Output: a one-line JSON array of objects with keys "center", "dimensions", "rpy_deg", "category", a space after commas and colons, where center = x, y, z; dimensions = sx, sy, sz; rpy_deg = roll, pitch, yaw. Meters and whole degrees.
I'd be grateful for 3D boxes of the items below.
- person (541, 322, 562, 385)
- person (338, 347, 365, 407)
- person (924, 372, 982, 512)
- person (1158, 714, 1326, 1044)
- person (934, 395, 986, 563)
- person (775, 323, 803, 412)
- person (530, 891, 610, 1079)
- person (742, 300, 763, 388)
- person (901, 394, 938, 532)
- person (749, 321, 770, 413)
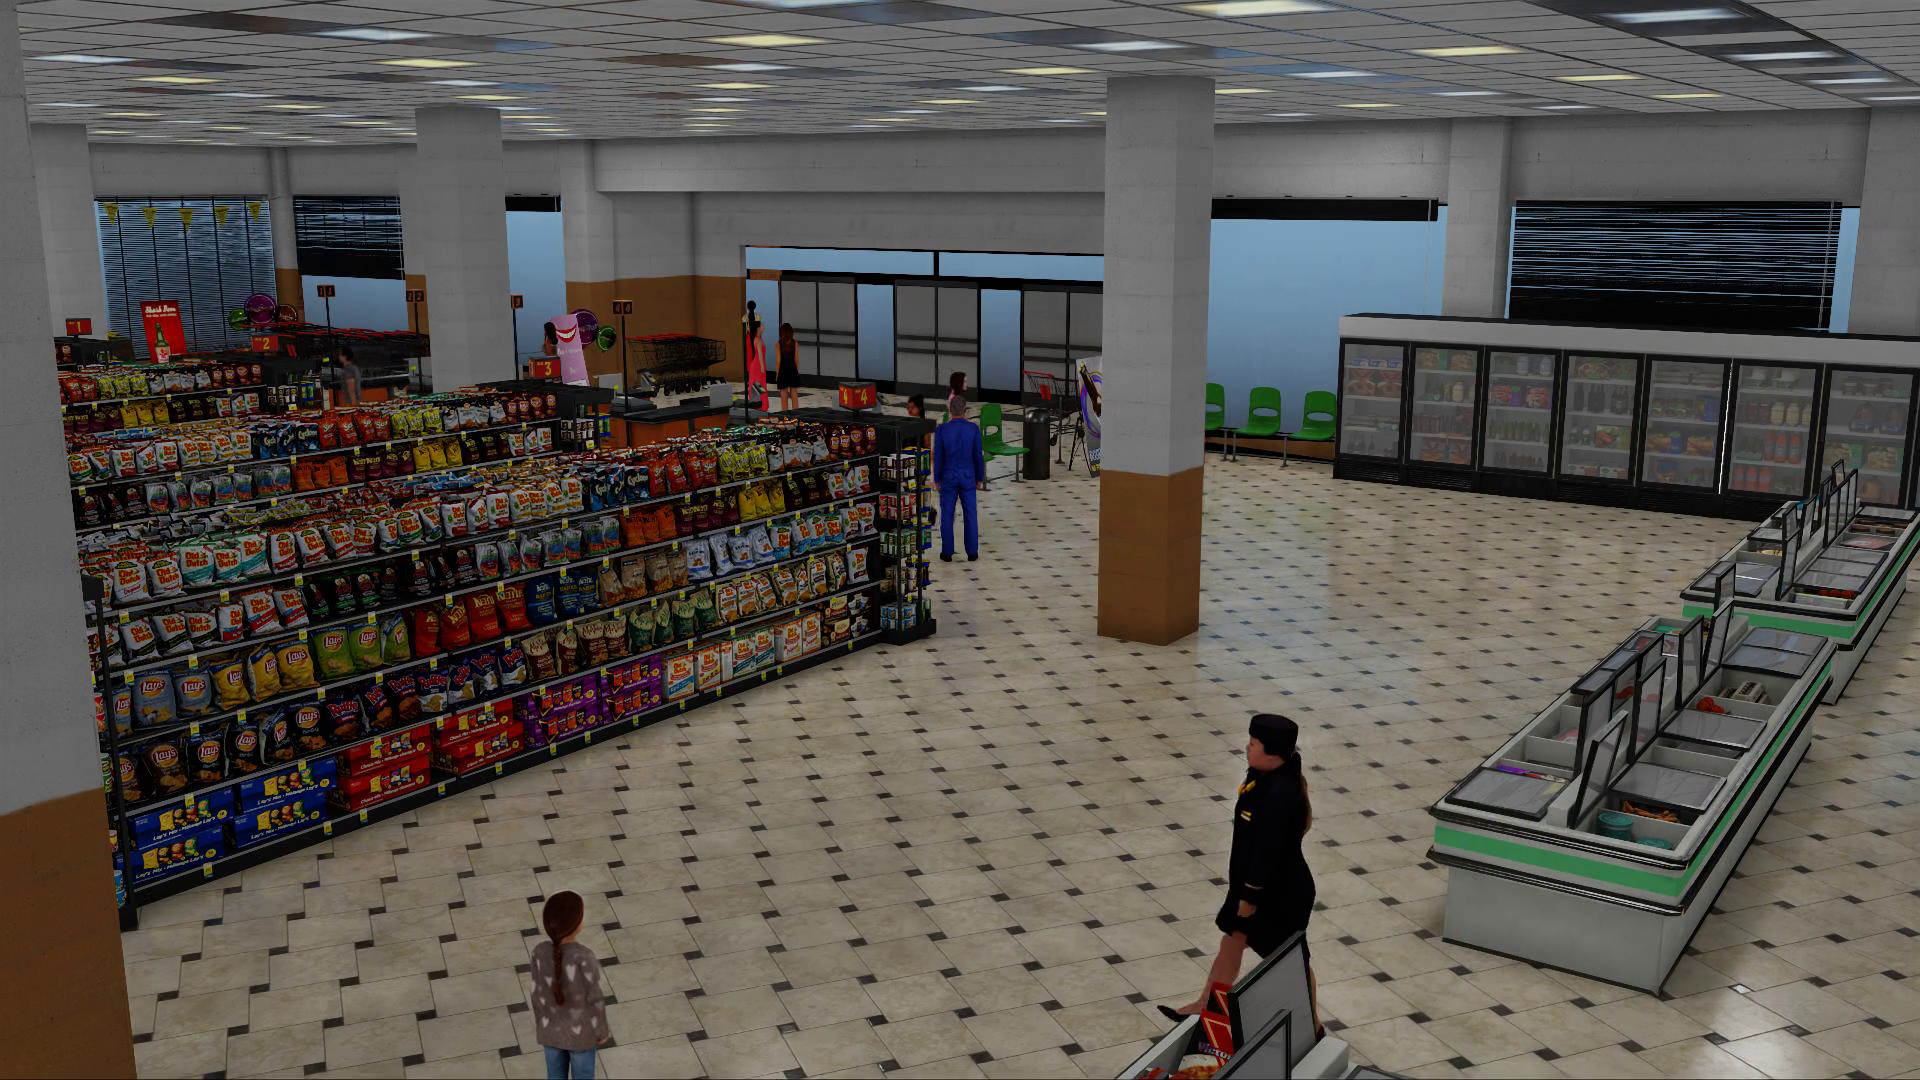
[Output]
[{"center": [-7.556, -3.214, 30.810], "dimensions": [0.785, 1.644, 0.641], "rpy_deg": [2, 12, 7], "category": "person"}, {"center": [-8.999, -2.019, 24.911], "dimensions": [1.138, 1.736, 1.109], "rpy_deg": [-1, 12, -6], "category": "person"}, {"center": [-0.104, -1.219, 21.010], "dimensions": [1.026, 1.778, 1.047], "rpy_deg": [0, 12, 2], "category": "person"}, {"center": [1.531, 1.645, 7.739], "dimensions": [1.079, 1.641, 1.101], "rpy_deg": [1, 12, 4], "category": "person"}, {"center": [-0.017, -0.678, 18.316], "dimensions": [0.774, 1.829, 0.809], "rpy_deg": [-1, 12, -6], "category": "person"}, {"center": [-2.920, -2.762, 28.201], "dimensions": [0.643, 1.834, 0.733], "rpy_deg": [-4, 13, -19], "category": "person"}, {"center": [-1.641, 2.036, 6.968], "dimensions": [0.538, 1.194, 0.546], "rpy_deg": [4, 12, 17], "category": "person"}, {"center": [-4.311, -4.078, 34.553], "dimensions": [0.636, 1.792, 0.740], "rpy_deg": [-5, 13, -23], "category": "person"}, {"center": [-0.483, -0.912, 19.850], "dimensions": [0.600, 1.655, 0.711], "rpy_deg": [9, 15, 36], "category": "person"}, {"center": [-3.651, -3.104, 30.084], "dimensions": [0.756, 1.727, 0.717], "rpy_deg": [-4, 12, -17], "category": "person"}]
